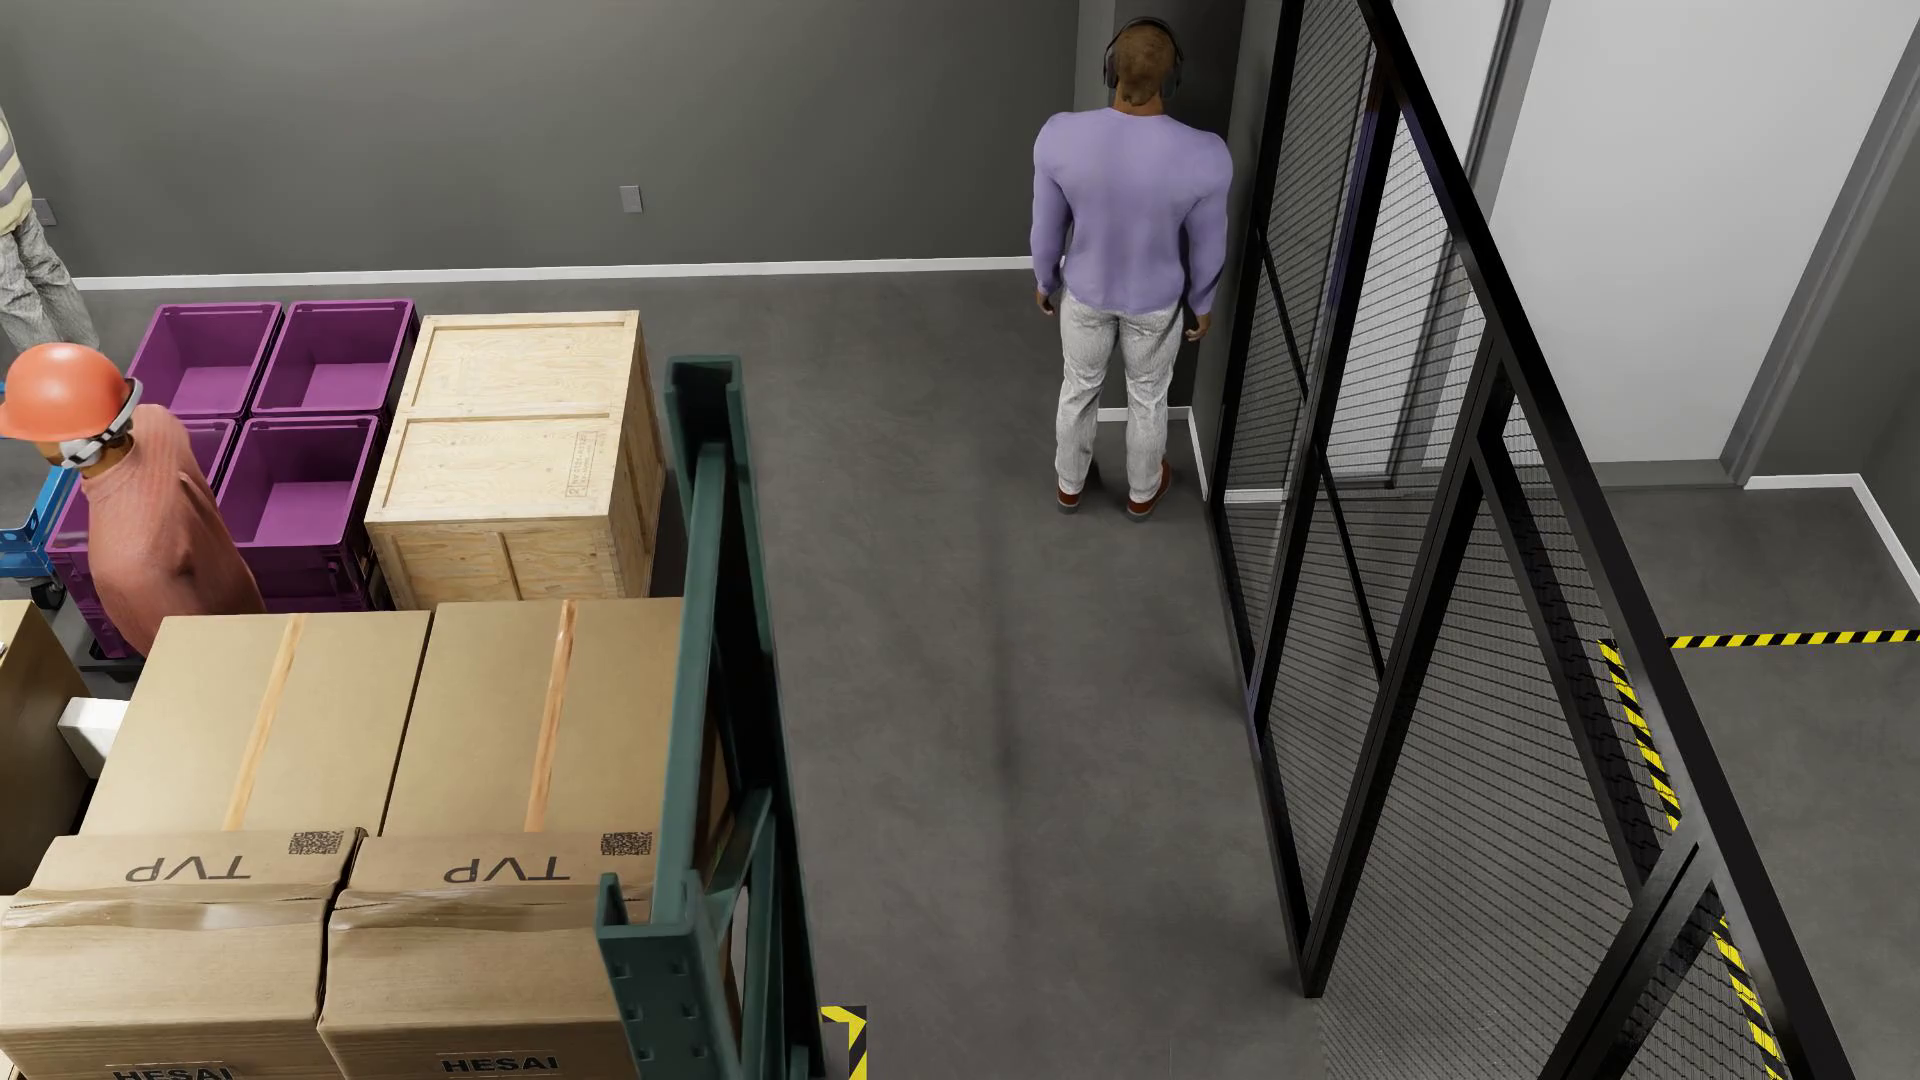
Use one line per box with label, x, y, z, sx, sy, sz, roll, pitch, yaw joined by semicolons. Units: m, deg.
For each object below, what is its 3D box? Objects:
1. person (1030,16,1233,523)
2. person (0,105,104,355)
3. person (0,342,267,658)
person;0.549;-0.836;5.557;0.635;1.933;0.359;10;47;9
person;-3.538;-1.190;5.965;0.403;1.833;0.586;1;46;1
person;-2.046;0.260;4.469;0.381;1.996;0.608;-11;47;-11
